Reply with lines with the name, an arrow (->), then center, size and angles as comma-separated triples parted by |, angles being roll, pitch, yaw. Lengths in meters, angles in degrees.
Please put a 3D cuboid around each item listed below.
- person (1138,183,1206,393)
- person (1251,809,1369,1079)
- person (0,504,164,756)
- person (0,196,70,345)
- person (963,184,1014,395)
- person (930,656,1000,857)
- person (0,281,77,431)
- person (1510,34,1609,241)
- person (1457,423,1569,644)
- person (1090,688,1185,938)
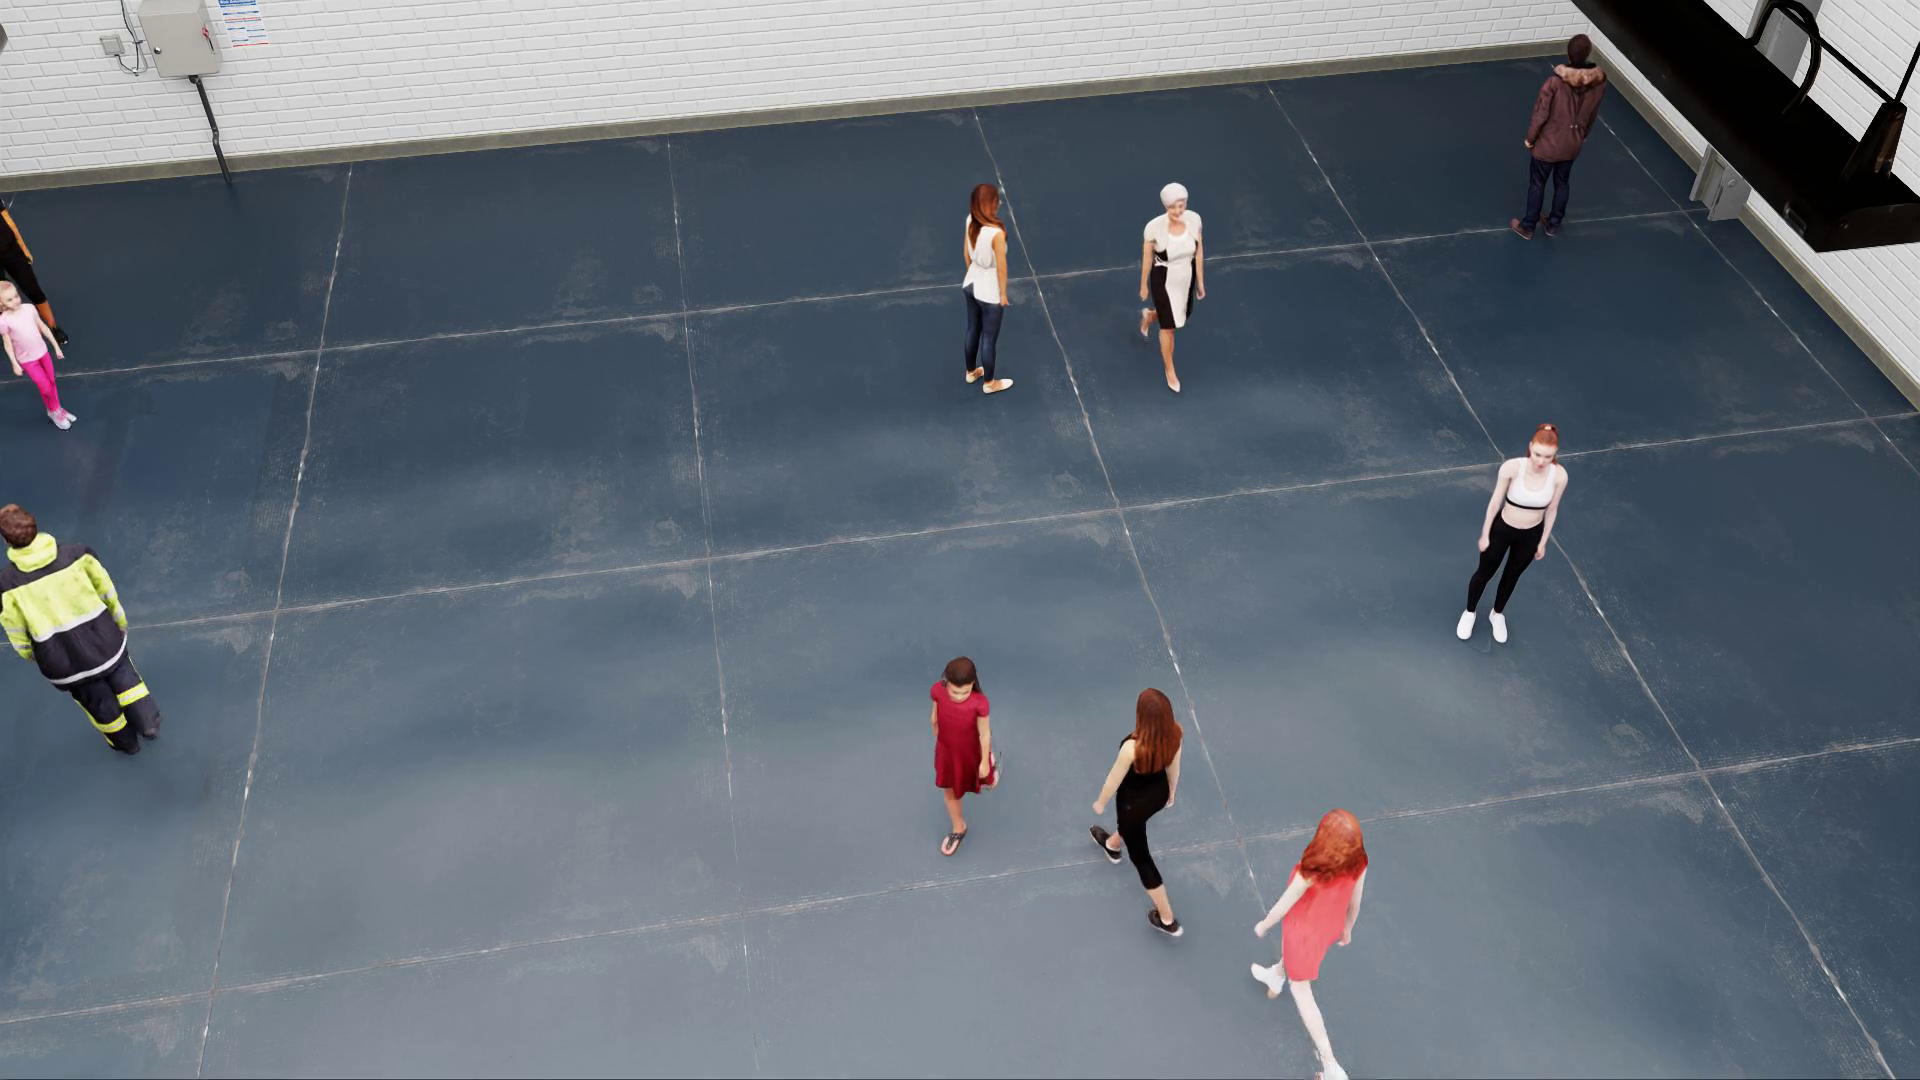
person -> 1.594, -2.017, 12.805 | 0.753, 1.721, 1.087 | -15, 46, -16
person -> 1.837, 2.078, 8.457 | 0.852, 1.790, 1.216 | -21, 47, -20
person -> -5.229, 0.609, 9.872 | 0.973, 1.965, 0.933 | 34, 53, 30
person -> -7.582, -2.214, 13.055 | 0.737, 1.661, 0.701 | 31, 52, 28
person -> 0.176, -1.902, 12.638 | 0.722, 1.785, 0.609 | -28, 50, -27
person -> 0.036, 1.136, 9.635 | 0.805, 1.528, 0.976 | 13, 45, 14
person -> -7.014, -1.413, 12.502 | 0.666, 1.265, 0.592 | 19, 47, 19
person -> 5.113, -3.423, 14.191 | 0.734, 1.846, 0.628 | -8, 44, -8
person -> 3.570, -0.042, 10.718 | 0.653, 1.740, 0.635 | 8, 44, 8
person -> 1.046, 1.507, 9.128 | 0.911, 1.690, 1.213 | -26, 49, -24
